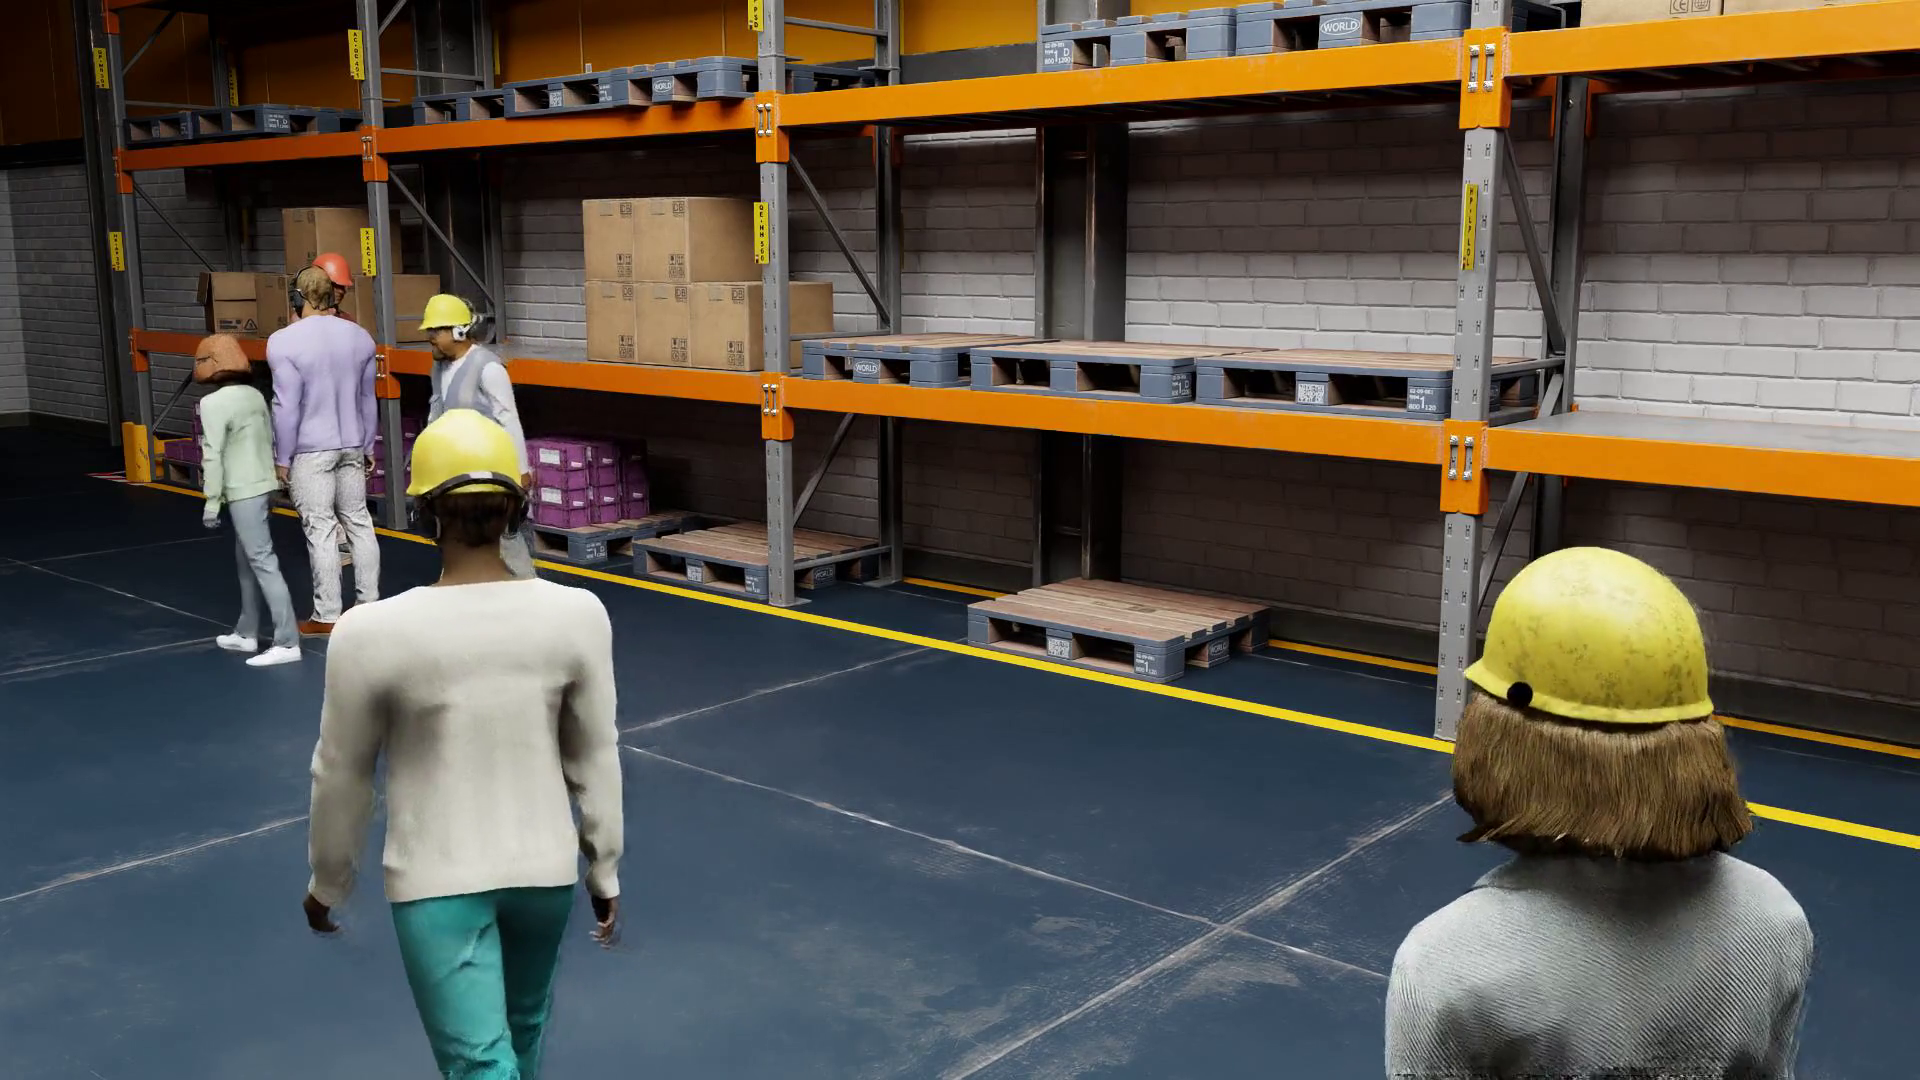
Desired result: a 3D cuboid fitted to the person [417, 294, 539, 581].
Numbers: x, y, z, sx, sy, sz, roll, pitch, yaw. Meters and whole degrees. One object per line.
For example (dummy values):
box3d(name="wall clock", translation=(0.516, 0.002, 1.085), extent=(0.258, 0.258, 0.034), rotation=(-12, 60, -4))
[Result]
box3d(name="person", translation=(-2.653, -0.421, 8.922), extent=(0.943, 1.771, 0.594), rotation=(-10, 14, -43))

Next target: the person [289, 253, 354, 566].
box3d(name="person", translation=(-4.027, -0.834, 10.686), extent=(0.391, 1.987, 0.608), rotation=(2, 10, 10))

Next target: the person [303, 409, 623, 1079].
box3d(name="person", translation=(-0.941, 0.617, 3.163), extent=(0.541, 1.719, 0.894), rotation=(-7, 12, -36))

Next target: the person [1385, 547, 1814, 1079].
box3d(name="person", translation=(0.627, 0.871, 1.711), extent=(0.507, 1.745, 0.470), rotation=(-4, 11, -19))

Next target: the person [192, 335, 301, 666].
box3d(name="person", translation=(-3.513, -0.195, 8.147), extent=(0.556, 1.600, 0.509), rotation=(0, 10, 2))

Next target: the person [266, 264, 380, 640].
box3d(name="person", translation=(-3.291, -0.451, 8.641), extent=(0.355, 1.938, 0.634), rotation=(6, 12, 30))
